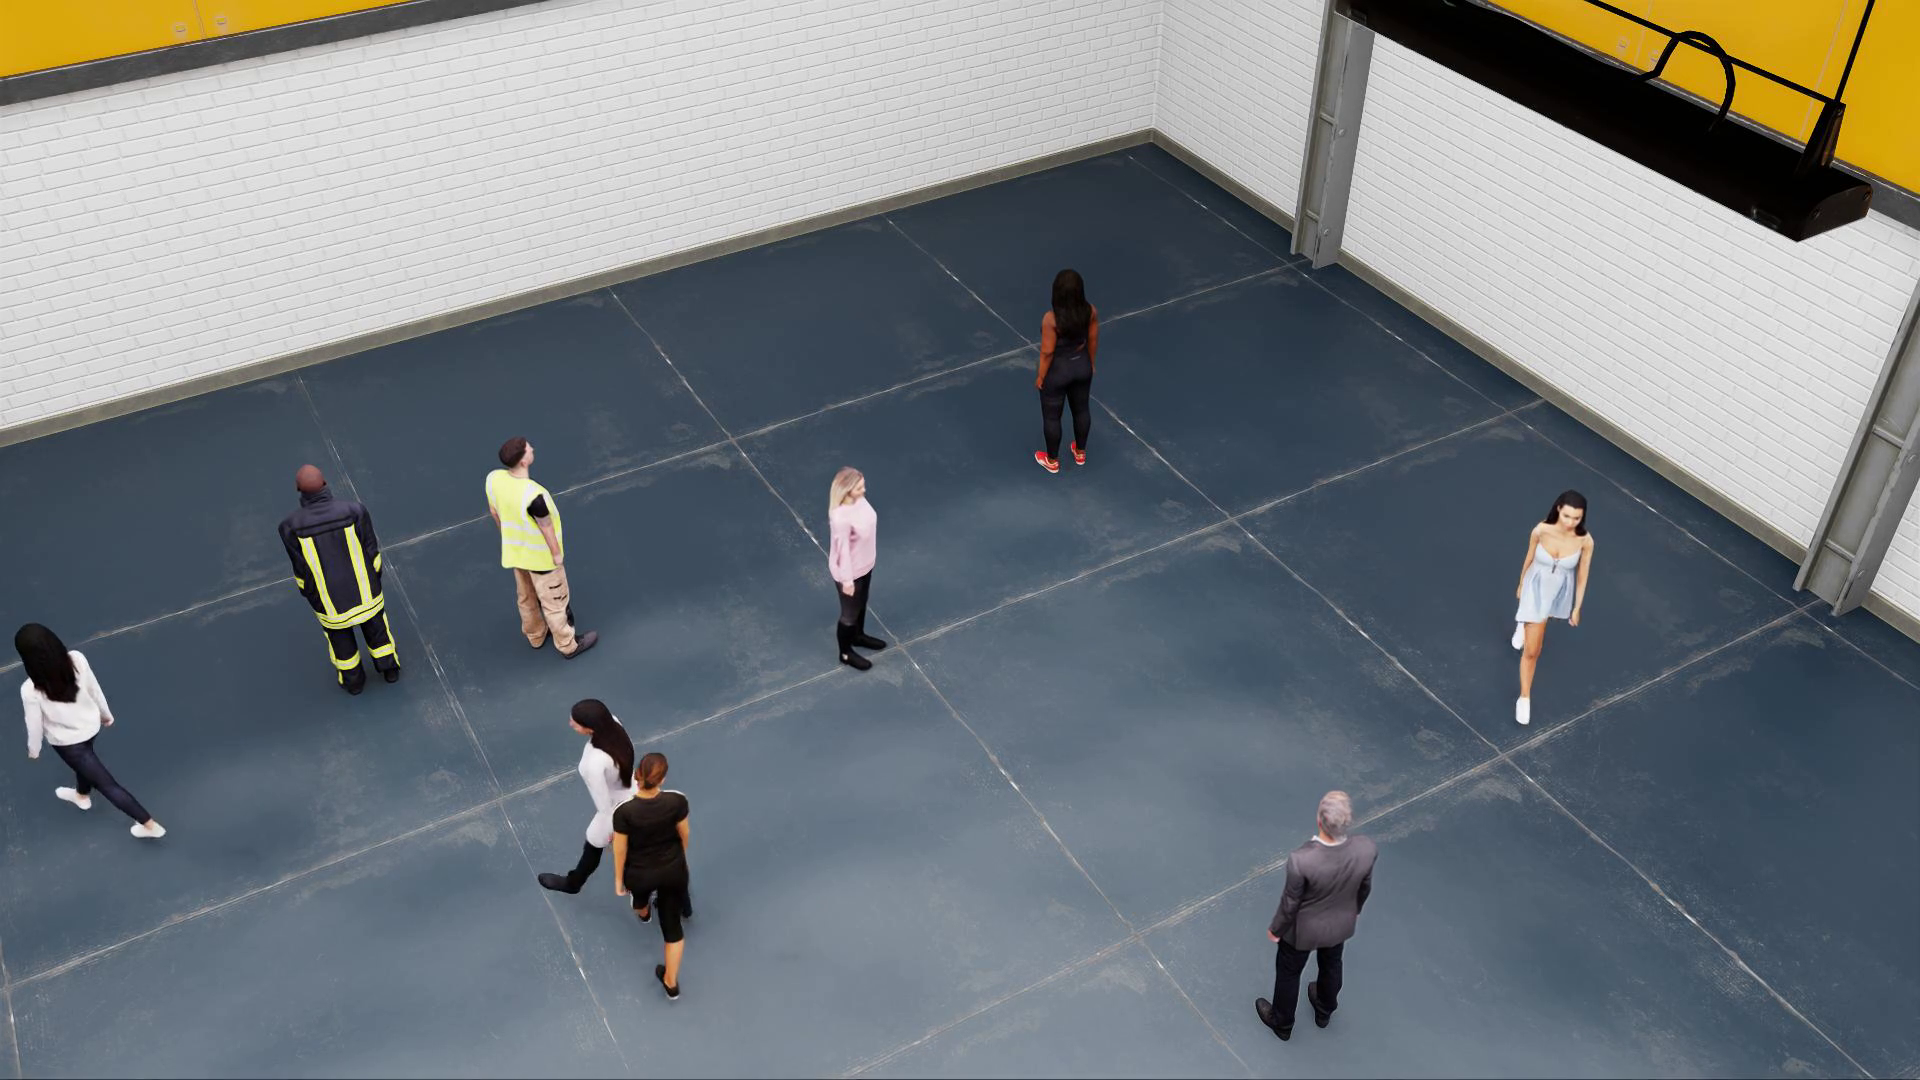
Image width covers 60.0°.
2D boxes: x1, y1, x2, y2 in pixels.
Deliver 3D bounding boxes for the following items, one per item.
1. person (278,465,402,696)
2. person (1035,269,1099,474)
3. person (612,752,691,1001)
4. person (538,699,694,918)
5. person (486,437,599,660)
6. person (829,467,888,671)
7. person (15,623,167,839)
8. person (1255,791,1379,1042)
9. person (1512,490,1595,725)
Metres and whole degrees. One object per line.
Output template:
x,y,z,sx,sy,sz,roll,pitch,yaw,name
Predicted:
-4.189,0.255,11.259,0.741,1.820,0.673,-17,42,-20,person
0.849,-1.354,13.278,0.696,1.815,0.651,-14,41,-17,person
-1.688,1.915,9.340,0.810,1.621,1.124,-12,40,-14,person
-1.879,1.597,9.638,1.205,1.747,1.151,10,40,12,person
-2.935,0.051,11.493,0.818,1.847,0.897,21,43,24,person
-0.758,0.172,11.471,0.747,1.685,0.691,10,40,13,person
-5.339,1.225,10.179,1.169,1.653,1.079,12,40,14,person
1.930,2.036,9.016,0.777,1.837,0.666,-12,40,-14,person
3.986,0.312,11.301,1.149,1.678,1.222,9,39,11,person
